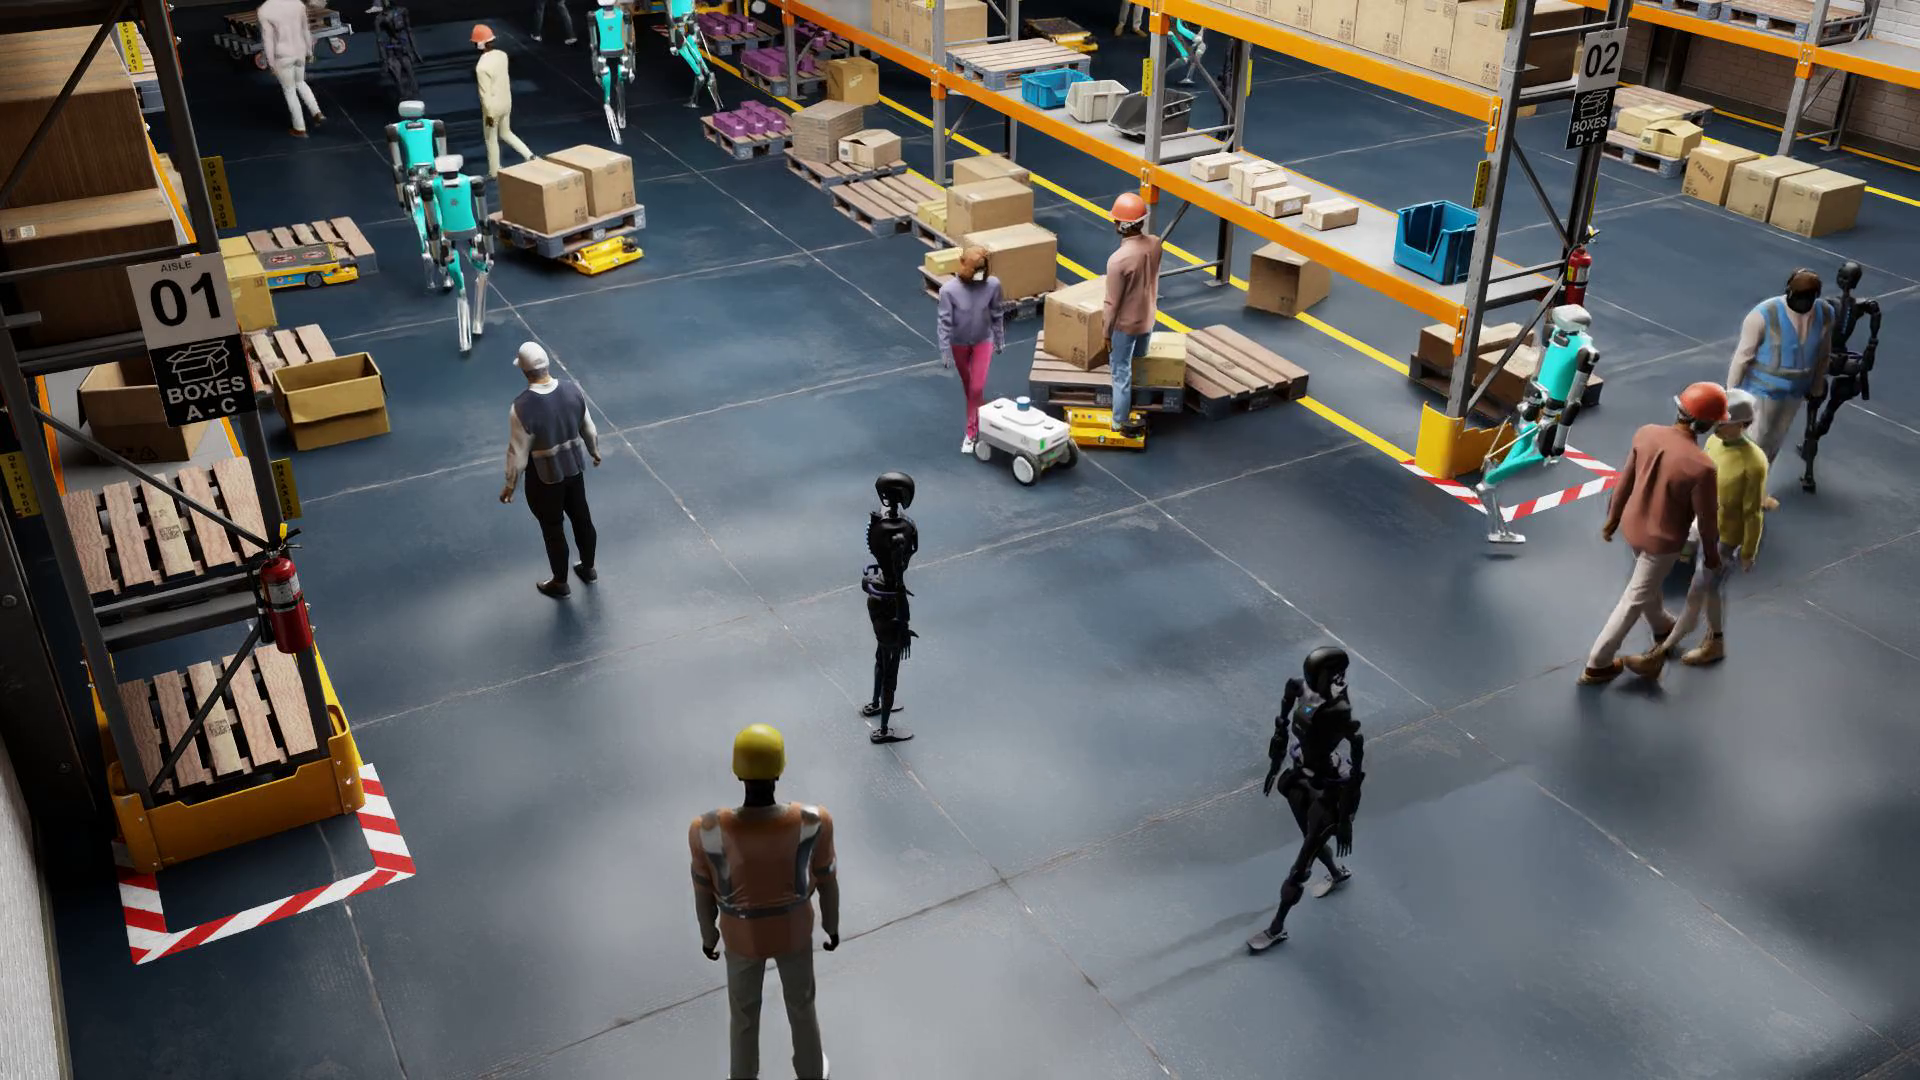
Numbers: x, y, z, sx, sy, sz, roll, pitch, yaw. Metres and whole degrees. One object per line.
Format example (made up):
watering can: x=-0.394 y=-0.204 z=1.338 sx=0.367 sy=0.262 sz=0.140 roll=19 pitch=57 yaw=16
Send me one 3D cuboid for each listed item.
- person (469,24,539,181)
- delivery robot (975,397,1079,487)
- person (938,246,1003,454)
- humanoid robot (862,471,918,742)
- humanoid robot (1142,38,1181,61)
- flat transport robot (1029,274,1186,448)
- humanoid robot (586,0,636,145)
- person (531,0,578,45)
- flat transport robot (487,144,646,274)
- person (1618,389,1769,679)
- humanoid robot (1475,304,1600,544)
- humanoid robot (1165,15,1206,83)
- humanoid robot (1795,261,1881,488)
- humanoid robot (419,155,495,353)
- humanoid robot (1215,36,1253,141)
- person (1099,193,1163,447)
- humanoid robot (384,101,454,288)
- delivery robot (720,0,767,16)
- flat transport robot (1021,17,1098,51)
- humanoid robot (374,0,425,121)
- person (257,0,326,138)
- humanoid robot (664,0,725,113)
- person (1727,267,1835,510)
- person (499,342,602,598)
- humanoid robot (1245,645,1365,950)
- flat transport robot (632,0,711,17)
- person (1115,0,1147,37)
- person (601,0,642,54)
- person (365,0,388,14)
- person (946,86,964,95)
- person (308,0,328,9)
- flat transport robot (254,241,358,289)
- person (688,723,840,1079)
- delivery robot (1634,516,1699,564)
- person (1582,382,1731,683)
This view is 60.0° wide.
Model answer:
person: x=-5.061 y=-4.781 z=18.258 sx=0.641 sy=1.734 sz=0.567 roll=10 pitch=31 yaw=17
delivery robot: x=0.487 y=-0.768 z=12.478 sx=0.815 sy=0.614 sz=0.499 roll=26 pitch=39 yaw=38
person: x=0.080 y=-1.452 z=12.589 sx=0.486 sy=1.598 sz=0.673 roll=1 pitch=30 yaw=2
humanoid robot: x=-0.389 y=0.352 z=9.380 sx=0.336 sy=1.650 sz=0.594 roll=-6 pitch=30 yaw=-10
humanoid robot: x=2.863 y=-7.497 z=23.086 sx=0.639 sy=1.666 sz=0.608 roll=6 pitch=30 yaw=11
flat transport robot: x=1.187 y=-1.147 z=13.406 sx=0.659 sy=0.231 sz=1.431 roll=4 pitch=30 yaw=7
humanoid robot: x=-4.152 y=-5.688 z=19.876 sx=0.534 sy=1.775 sz=0.994 roll=-7 pitch=31 yaw=-12
person: x=-5.917 y=-8.034 z=23.870 sx=0.539 sy=1.788 sz=0.927 roll=-21 pitch=36 yaw=-32
flat transport robot: x=-3.893 y=-2.969 z=16.578 sx=1.431 sy=0.231 sz=0.659 roll=22 pitch=37 yaw=34
person: x=4.377 y=-0.024 z=9.872 sx=0.876 sy=1.851 sz=0.496 roll=-5 pitch=30 yaw=-9
humanoid robot: x=3.722 y=-0.677 z=11.143 sx=0.797 sy=1.803 sz=0.539 roll=-7 pitch=31 yaw=-12
humanoid robot: x=2.903 y=-6.763 z=21.685 sx=0.980 sy=1.718 sz=0.550 roll=8 pitch=31 yaw=14
humanoid robot: x=6.393 y=-1.229 z=12.193 sx=0.589 sy=1.612 sz=0.755 roll=5 pitch=30 yaw=9
humanoid robot: x=-4.256 y=-2.491 z=14.251 sx=0.539 sy=1.731 sz=0.986 roll=-7 pitch=31 yaw=-13
humanoid robot: x=3.137 y=-5.268 z=19.179 sx=0.412 sy=1.641 sz=0.584 roll=22 pitch=37 yaw=33
person: x=1.266 y=-1.650 z=12.565 sx=0.396 sy=1.990 sz=0.618 roll=24 pitch=37 yaw=35
humanoid robot: x=-4.891 y=-3.072 z=15.317 sx=0.543 sy=1.792 sz=0.791 roll=-10 pitch=31 yaw=-18
delivery robot: x=-3.357 y=-8.428 z=25.814 sx=0.808 sy=0.614 sz=0.499 roll=-4 pitch=30 yaw=-8
flat transport robot: x=1.435 y=-7.355 z=24.213 sx=0.659 sy=0.231 sz=1.431 roll=-9 pitch=31 yaw=-16
humanoid robot: x=-6.820 y=-5.890 z=20.256 sx=0.438 sy=1.651 sz=0.603 roll=17 pitch=34 yaw=27
person: x=-7.977 y=-5.751 z=19.762 sx=0.449 sy=1.918 sz=0.646 roll=19 pitch=35 yaw=29
humanoid robot: x=-3.246 y=-6.168 z=20.750 sx=0.829 sy=1.869 sz=0.547 roll=19 pitch=35 yaw=29
person: x=5.743 y=-1.077 z=11.735 sx=0.655 sy=1.825 sz=0.473 roll=-9 pitch=31 yaw=-15
person: x=-2.618 y=-0.448 z=10.697 sx=0.452 sy=1.753 sz=0.761 roll=23 pitch=37 yaw=35
humanoid robot: x=1.699 y=1.184 z=7.983 sx=0.795 sy=1.624 sz=0.609 roll=-18 pitch=34 yaw=-28
flat transport robot: x=-4.683 y=-8.381 z=26.000 sx=1.431 sy=0.231 sz=0.659 roll=-12 pitch=32 yaw=-19
person: x=2.583 y=-8.275 z=24.200 sx=0.615 sy=1.877 sz=0.467 roll=-14 pitch=33 yaw=-22
person: x=-4.750 y=-7.559 z=23.102 sx=0.568 sy=1.718 sz=0.657 roll=-15 pitch=33 yaw=-24
person: x=-9.063 y=-8.927 z=25.576 sx=0.506 sy=1.631 sz=0.265 roll=20 pitch=36 yaw=31
person: x=-0.029 y=-6.732 z=21.502 sx=0.401 sy=1.900 sz=0.633 roll=-7 pitch=31 yaw=-11
person: x=-9.633 y=-8.565 z=24.769 sx=0.529 sy=1.808 sz=0.649 roll=-11 pitch=32 yaw=-19
flat transport robot: x=-6.538 y=-2.568 z=15.880 sx=1.431 sy=0.231 sz=0.659 roll=-12 pitch=32 yaw=-21
person: x=-0.802 y=1.601 z=6.982 sx=0.599 sy=1.913 sz=0.420 roll=-6 pitch=30 yaw=-10
delivery robot: x=4.932 y=-0.111 z=11.320 sx=0.499 sy=0.599 sz=0.774 roll=15 pitch=33 yaw=25
person: x=4.218 y=-0.058 z=9.829 sx=0.985 sy=1.941 sz=0.631 roll=-9 pitch=31 yaw=-16
